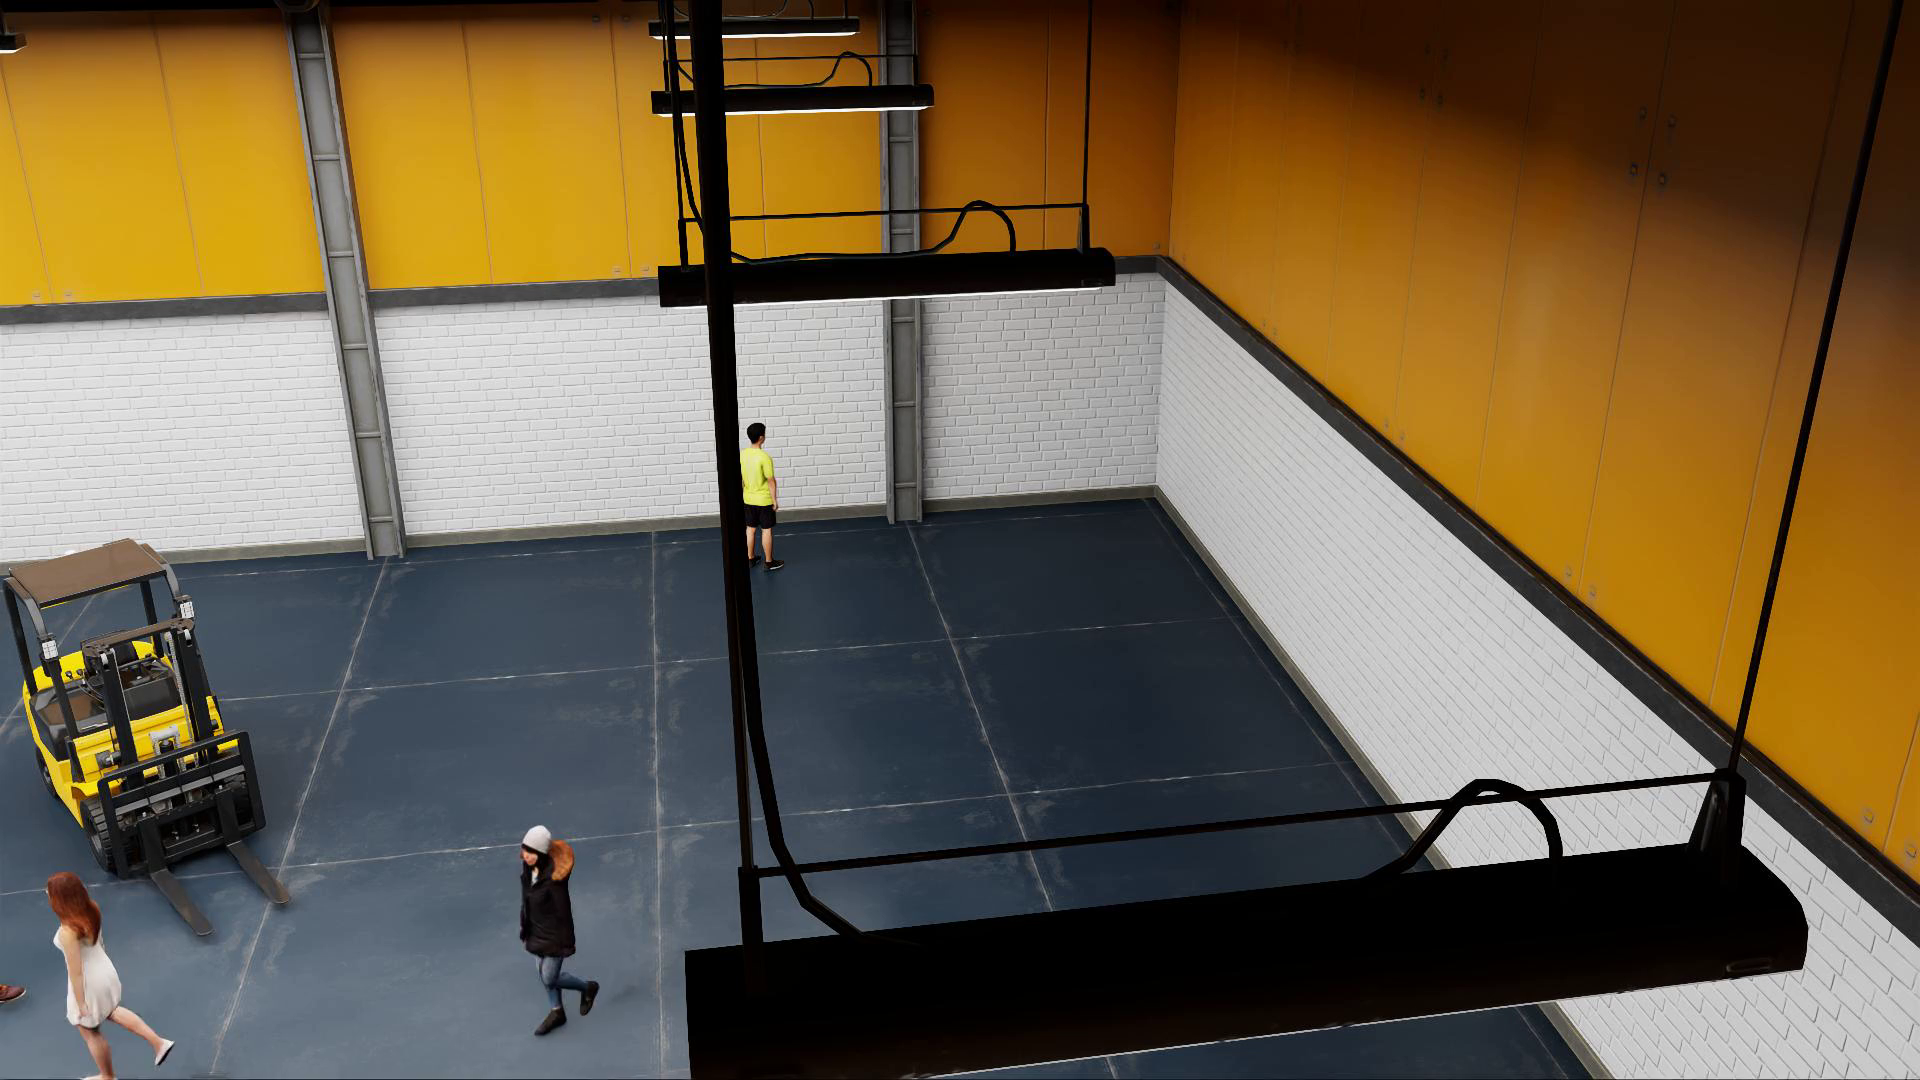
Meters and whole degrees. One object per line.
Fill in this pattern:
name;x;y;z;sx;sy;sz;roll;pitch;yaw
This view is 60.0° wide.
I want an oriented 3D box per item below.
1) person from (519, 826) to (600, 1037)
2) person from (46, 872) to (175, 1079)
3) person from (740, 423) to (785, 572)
person;-2.761;2.641;11.397;0.812;1.624;0.878;20;31;38
person;-5.544;2.861;10.798;0.906;1.699;0.655;0;24;0
person;-2.233;-0.484;18.441;0.675;1.709;0.762;12;27;26
